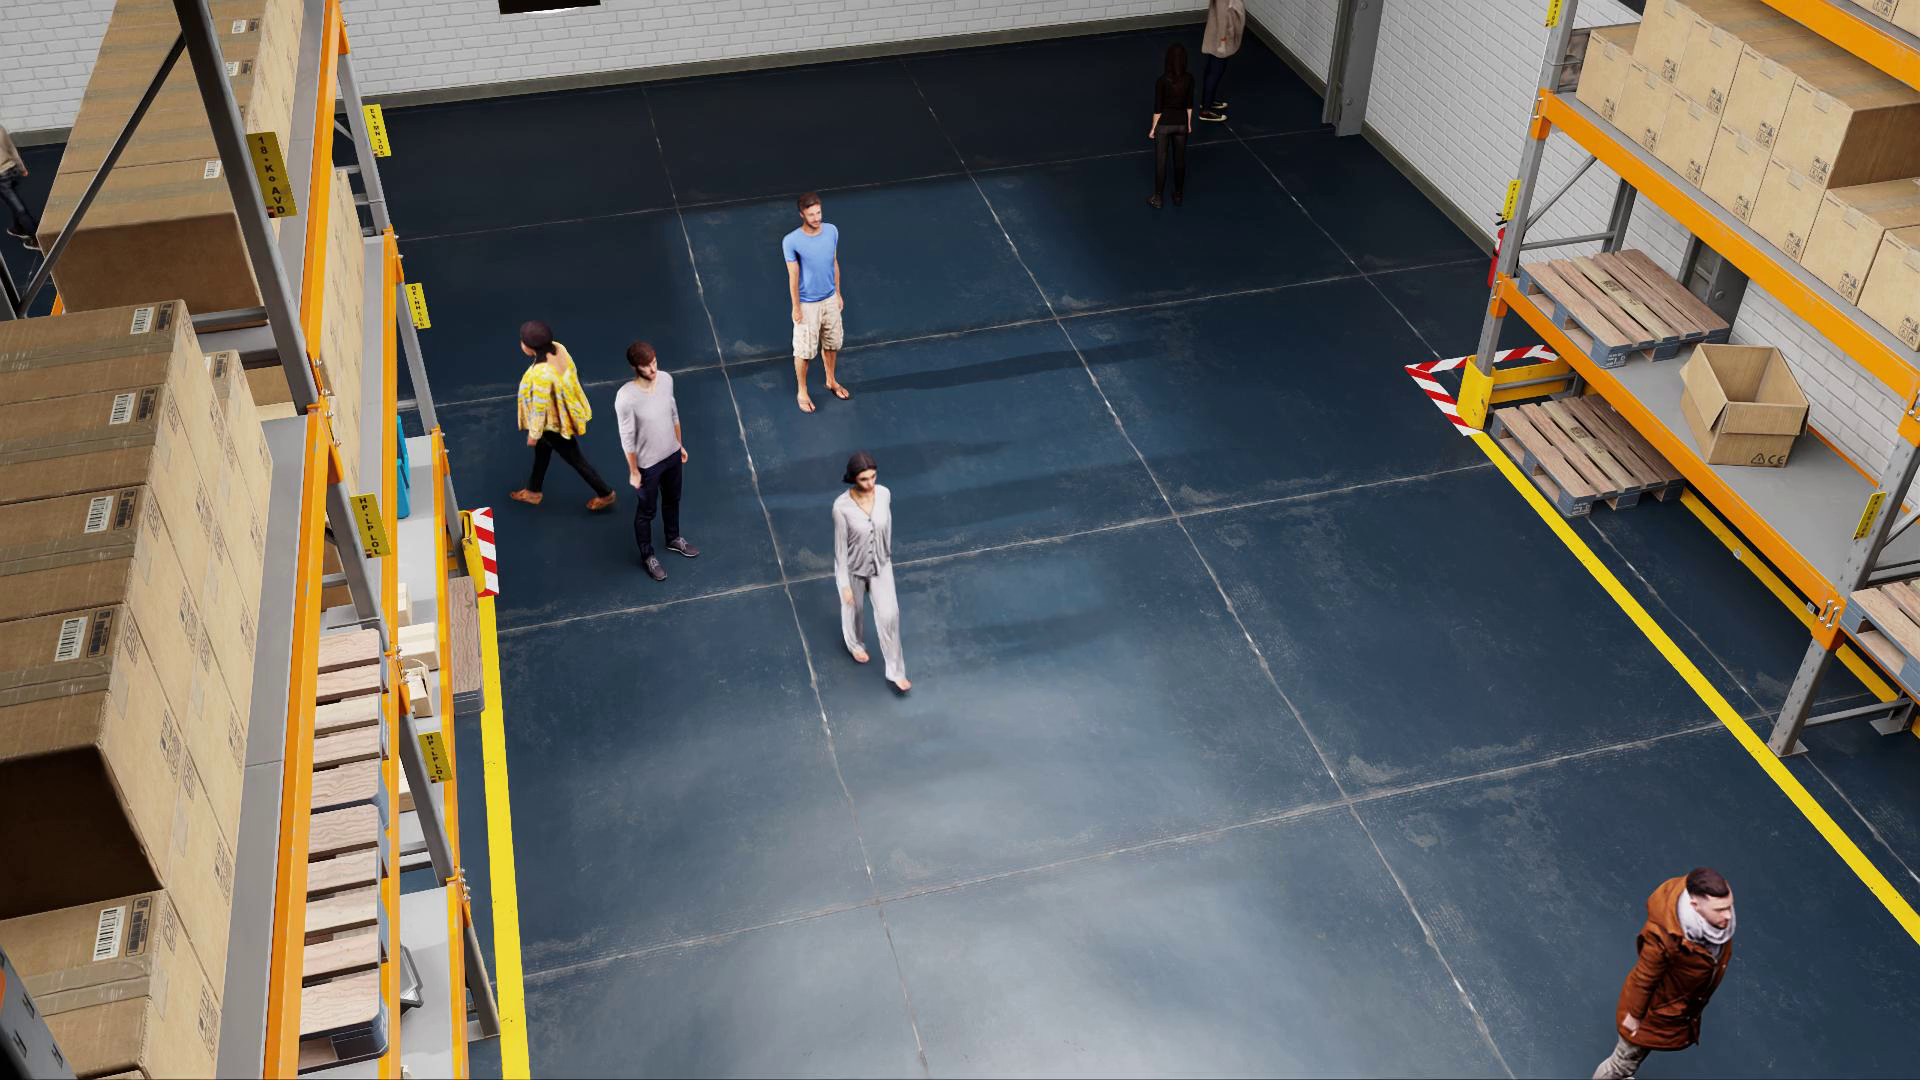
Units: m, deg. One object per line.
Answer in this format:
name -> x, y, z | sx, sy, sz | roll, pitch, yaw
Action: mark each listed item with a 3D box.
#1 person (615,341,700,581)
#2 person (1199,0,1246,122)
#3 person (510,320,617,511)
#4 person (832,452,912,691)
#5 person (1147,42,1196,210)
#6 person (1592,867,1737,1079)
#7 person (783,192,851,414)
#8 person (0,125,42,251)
person -> -2.145, -0.591, 11.647 | 0.753, 1.843, 0.735 | 27, 46, 29
person -> 2.748, -5.418, 17.651 | 0.844, 1.892, 0.735 | 4, 39, 6
person -> -2.874, -0.852, 12.161 | 0.876, 1.608, 1.029 | -3, 39, -3
person -> -0.684, 0.123, 10.829 | 0.708, 1.747, 0.944 | -17, 41, -20
person -> 2.051, -4.000, 16.076 | 0.556, 1.641, 0.479 | -9, 40, -12
person -> 3.413, 2.234, 8.113 | 0.820, 1.837, 0.837 | -28, 46, -30
person -> -1.160, -1.937, 13.315 | 0.712, 1.863, 0.674 | -23, 44, -26
person -> -8.800, -3.354, 15.420 | 0.858, 1.451, 0.830 | 11, 40, 14
